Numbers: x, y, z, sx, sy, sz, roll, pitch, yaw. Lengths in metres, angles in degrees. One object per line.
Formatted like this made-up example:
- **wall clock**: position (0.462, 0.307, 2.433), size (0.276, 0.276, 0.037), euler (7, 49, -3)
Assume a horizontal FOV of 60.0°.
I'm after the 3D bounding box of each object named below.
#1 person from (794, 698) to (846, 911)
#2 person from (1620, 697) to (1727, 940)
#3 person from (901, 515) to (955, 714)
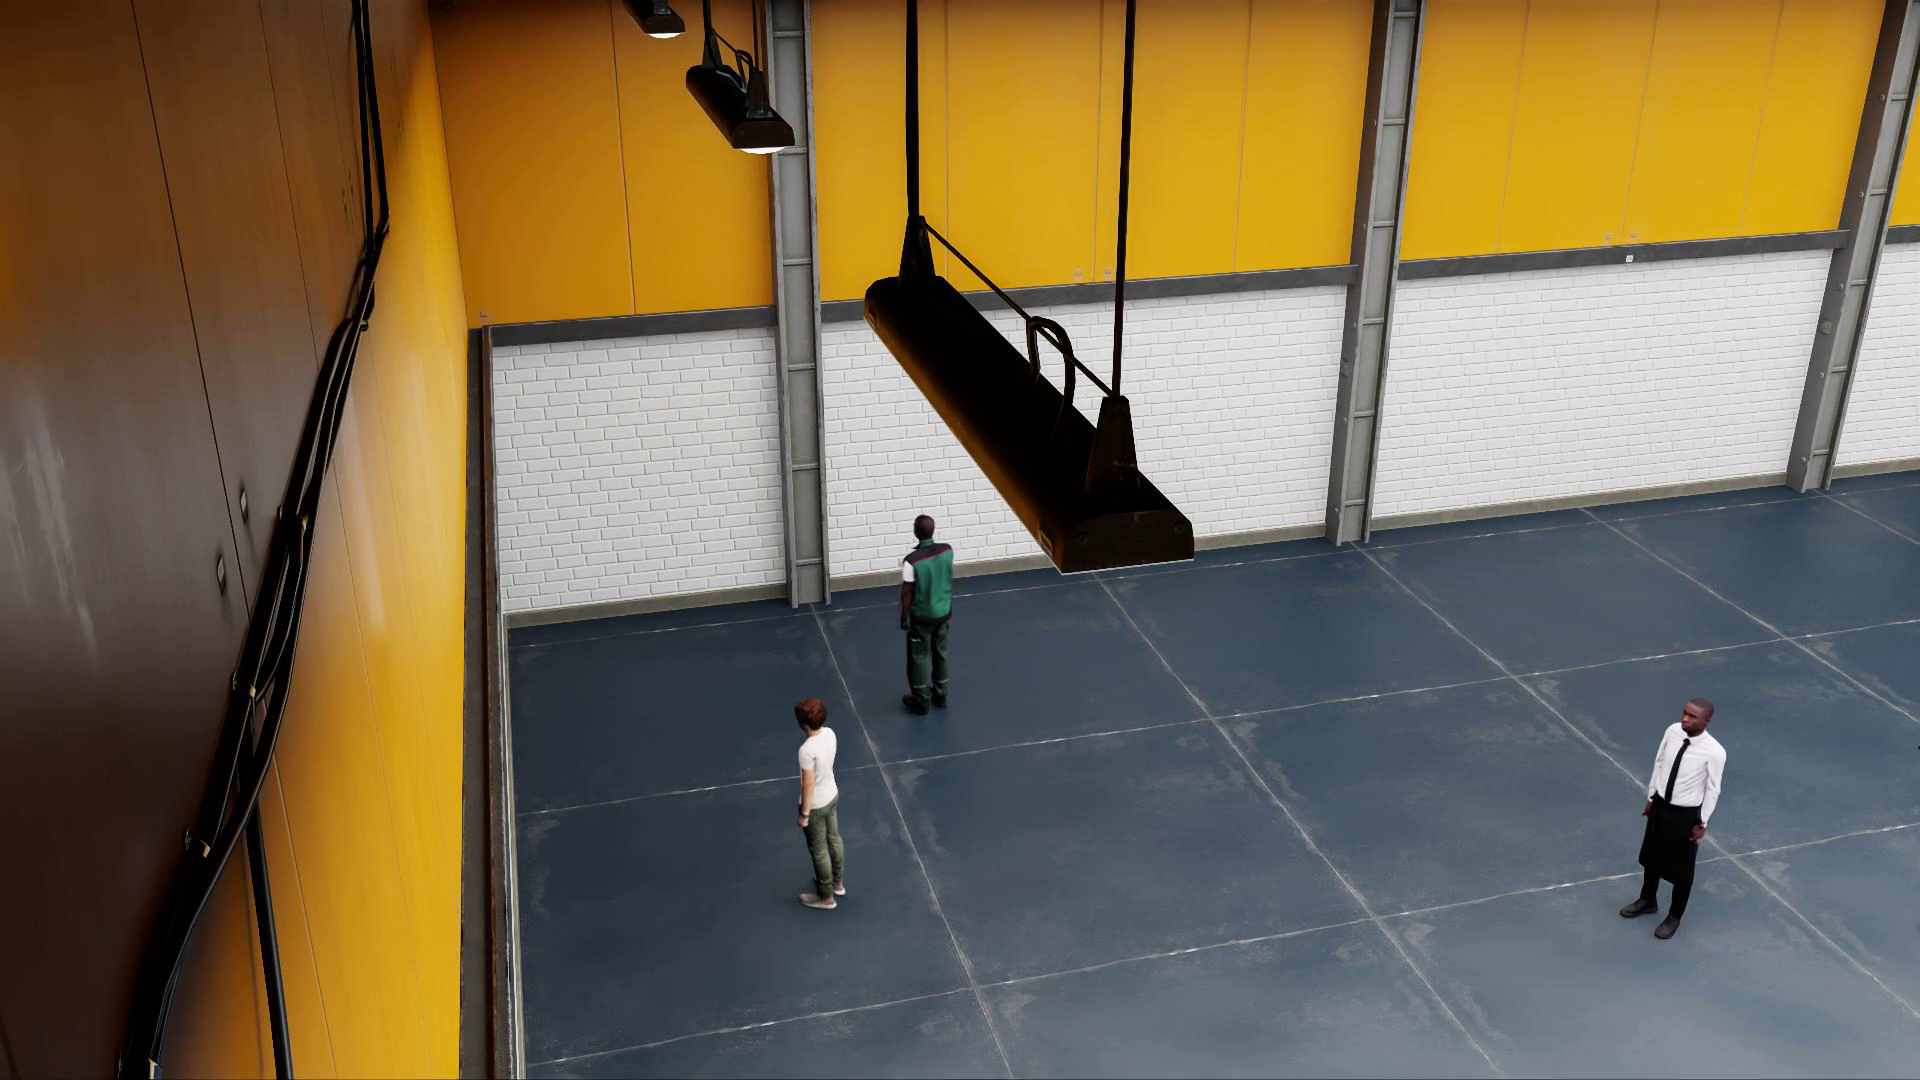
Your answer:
- **person**: position (-1.010, 1.878, 11.924), size (0.711, 1.653, 0.667), euler (10, 26, 22)
- **person**: position (5.031, 1.904, 11.633), size (0.635, 1.836, 0.694), euler (-14, 27, -28)
- **person**: position (-0.266, 0.644, 14.520), size (0.670, 1.834, 0.811), euler (-15, 28, -30)
